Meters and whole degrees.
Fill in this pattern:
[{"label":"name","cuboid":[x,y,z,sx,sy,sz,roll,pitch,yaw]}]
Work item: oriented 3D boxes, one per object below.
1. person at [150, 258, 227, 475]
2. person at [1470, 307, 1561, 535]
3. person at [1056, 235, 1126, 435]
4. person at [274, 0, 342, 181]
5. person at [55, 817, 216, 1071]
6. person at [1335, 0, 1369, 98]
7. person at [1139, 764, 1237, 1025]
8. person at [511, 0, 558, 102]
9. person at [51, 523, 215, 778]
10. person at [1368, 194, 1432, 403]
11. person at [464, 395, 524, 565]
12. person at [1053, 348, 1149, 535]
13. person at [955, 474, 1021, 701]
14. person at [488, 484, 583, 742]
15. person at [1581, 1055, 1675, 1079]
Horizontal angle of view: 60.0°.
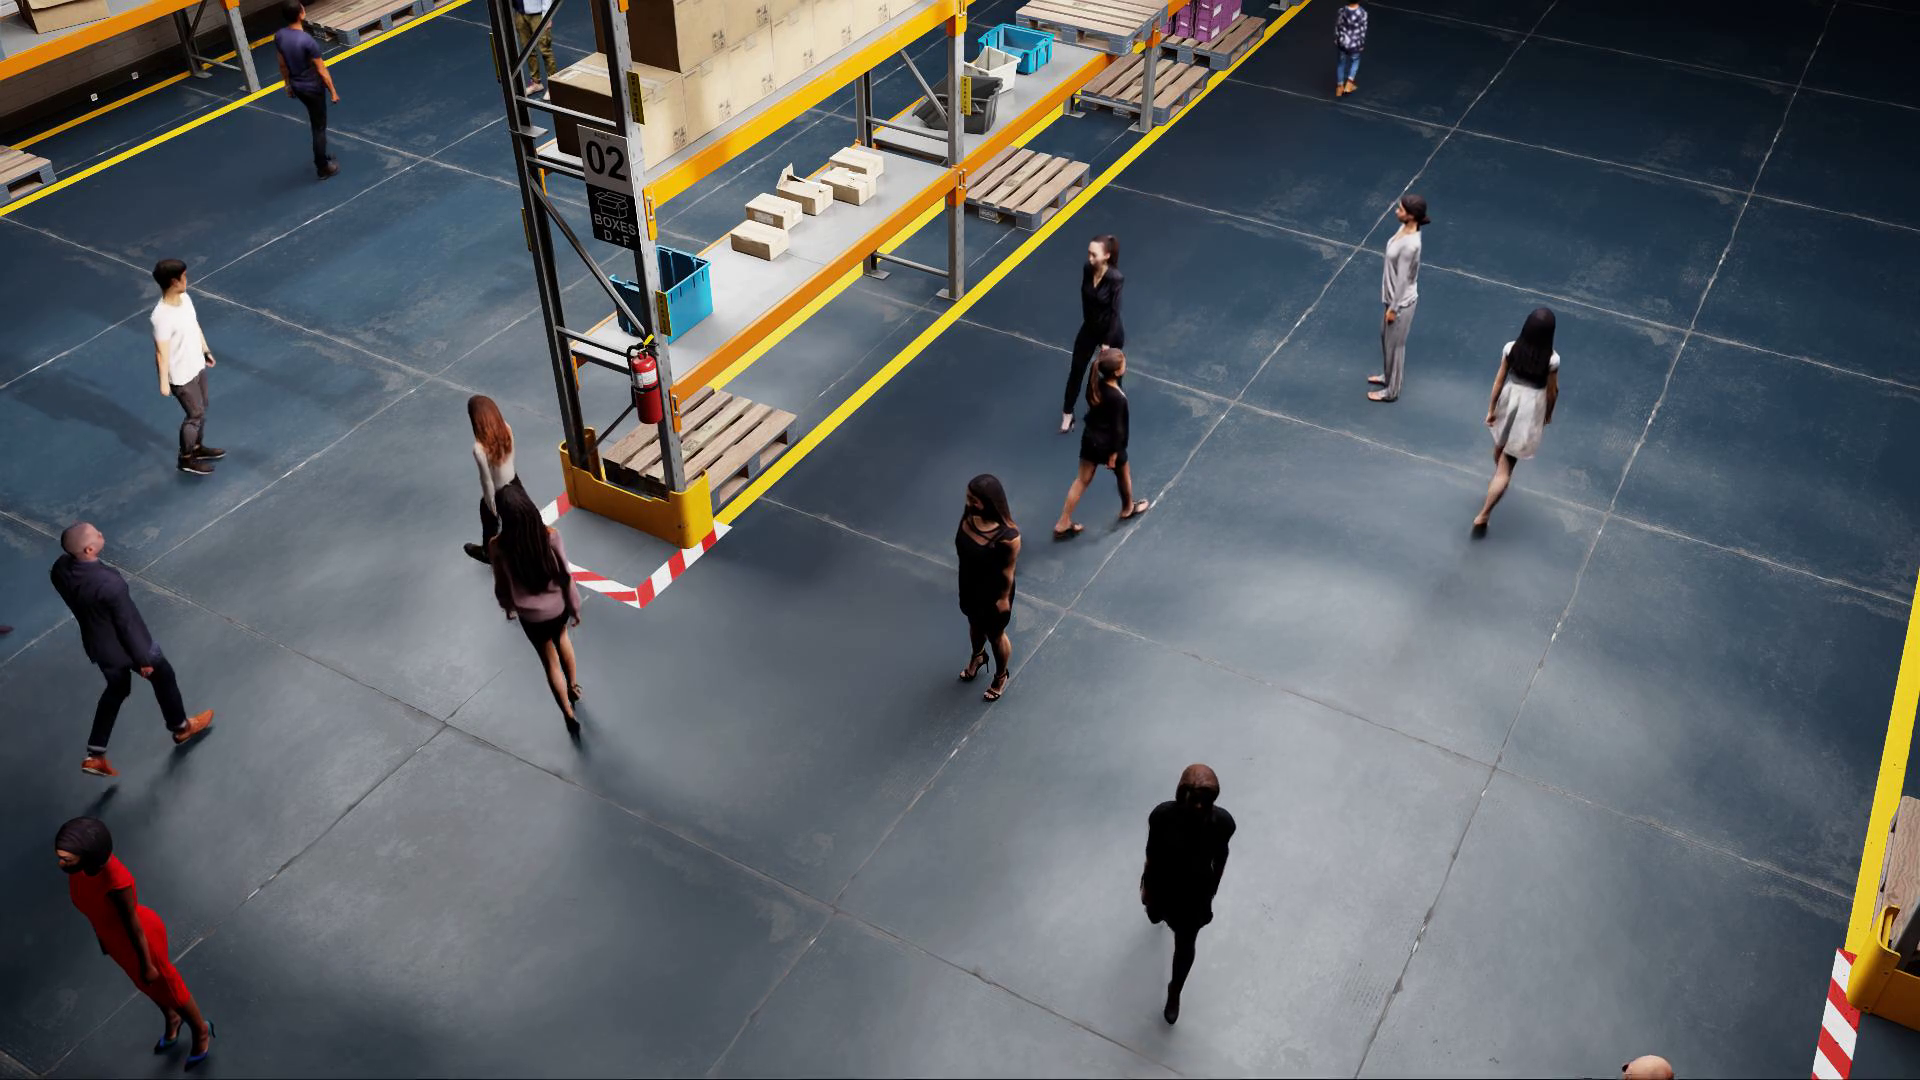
[{"label":"person","cuboid":[-5.864,-1.273,12.442,0.866,1.681,0.773,6,39,8]},{"label":"person","cuboid":[3.927,-0.800,11.803,0.679,1.738,1.110,24,44,27]},{"label":"person","cuboid":[1.150,-1.612,12.864,0.712,1.683,0.942,29,47,31]},{"label":"person","cuboid":[-6.422,-4.365,16.234,0.706,1.779,0.655,14,41,17]},{"label":"person","cuboid":[-4.105,2.004,8.288,0.548,1.743,0.485,20,43,23]},{"label":"person","cuboid":[4.189,-5.382,17.938,0.503,1.243,0.526,20,43,23]},{"label":"person","cuboid":[1.138,1.739,8.671,0.807,1.680,1.074,6,39,8]},{"label":"person","cuboid":[-4.580,-5.633,17.797,0.677,1.810,0.560,18,42,21]},{"label":"person","cuboid":[-5.083,0.679,9.905,0.759,1.796,1.105,16,41,19]},{"label":"person","cuboid":[3.495,-1.924,13.185,0.711,1.770,0.574,6,39,8]},{"label":"person","cuboid":[-3.086,-0.323,11.431,0.649,1.457,0.803,17,42,21]},{"label":"person","cuboid":[0.953,-0.678,11.820,1.106,1.527,0.829,-23,44,-26]},{"label":"person","cuboid":[0.172,0.287,10.458,0.736,1.718,0.737,-25,45,-27]},{"label":"person","cuboid":[-2.511,0.499,10.150,0.824,1.772,0.882,-11,40,-13]},{"label":"person","cuboid":[2.711,2.858,7.189,1.068,1.780,0.952,-20,43,-24]}]
